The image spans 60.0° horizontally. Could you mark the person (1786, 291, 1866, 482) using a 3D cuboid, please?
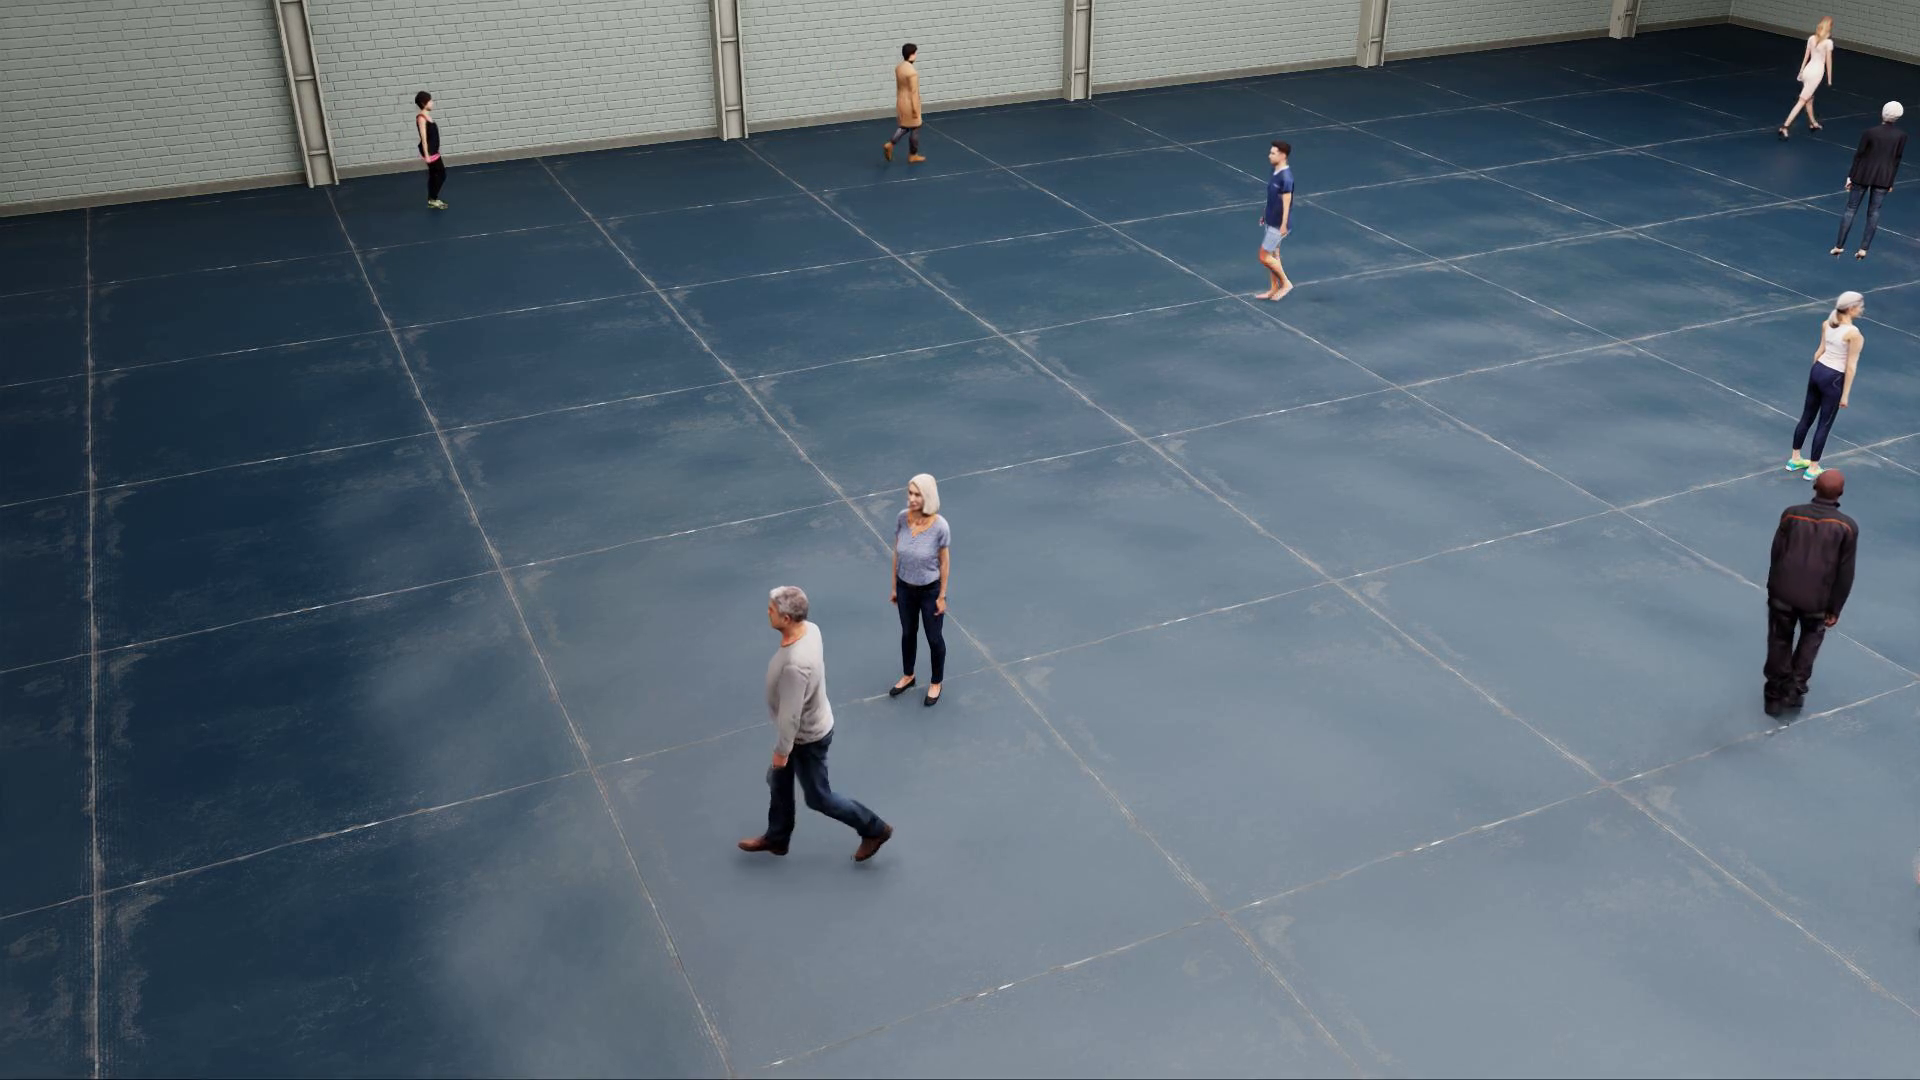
[{"bbox_3d":[7.654,-1.372,14.674,0.589,1.702,0.630,-7,29,-13],"label":"person"}]

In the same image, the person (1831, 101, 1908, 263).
[{"bbox_3d":[9.968,-3.955,18.247,0.822,1.781,0.785,11,30,20],"label":"person"}]

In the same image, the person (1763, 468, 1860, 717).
[{"bbox_3d":[5.666,0.400,11.231,0.810,1.810,0.833,17,32,29],"label":"person"}]

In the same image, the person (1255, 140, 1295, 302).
[{"bbox_3d":[3.642,-3.576,18.670,0.775,1.836,0.735,-2,28,-3],"label":"person"}]

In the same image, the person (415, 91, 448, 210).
[{"bbox_3d":[-7.036,-5.102,21.848,0.629,1.541,0.626,-4,28,-8],"label":"person"}]

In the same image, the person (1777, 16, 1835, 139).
[{"bbox_3d":[12.716,-6.896,24.971,1.141,1.773,0.665,-10,29,-17],"label":"person"}]

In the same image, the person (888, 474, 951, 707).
[{"bbox_3d":[-0.266,0.324,11.468,0.663,1.722,0.693,15,31,25],"label":"person"}]

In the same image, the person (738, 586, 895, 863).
[{"bbox_3d":[-0.838,1.138,9.772,1.284,1.879,0.989,-3,28,-5],"label":"person"}]

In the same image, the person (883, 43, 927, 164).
[{"bbox_3d":[-0.810,-6.207,23.750,0.981,1.704,0.771,-19,33,-32],"label":"person"}]
